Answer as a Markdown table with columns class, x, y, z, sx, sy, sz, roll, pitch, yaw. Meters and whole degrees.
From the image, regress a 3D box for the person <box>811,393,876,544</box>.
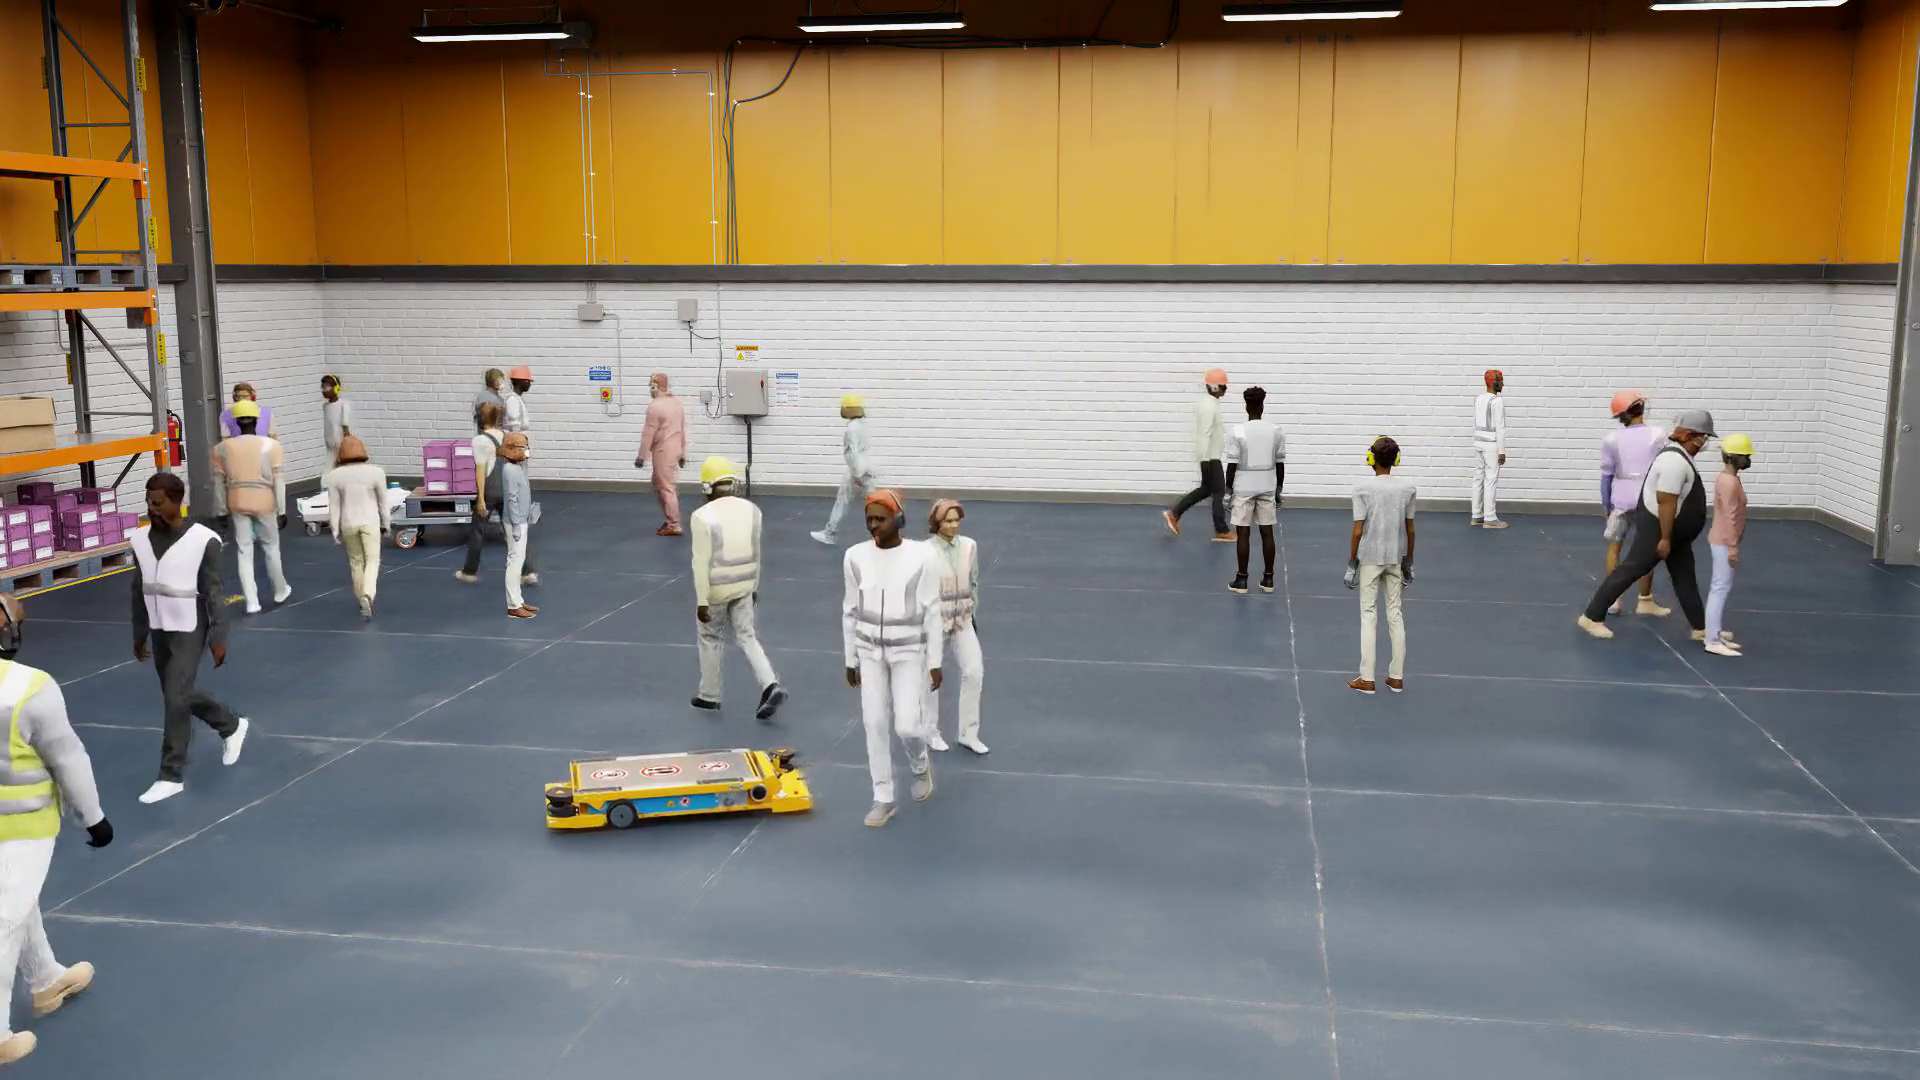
| class | x | y | z | sx | sy | sz | roll | pitch | yaw |
| --- | --- | --- | --- | --- | --- | --- | --- | --- | --- |
| person | -1.191 | -0.773 | 18.423 | 0.913 | 1.693 | 0.489 | 3 | 10 | 20 |

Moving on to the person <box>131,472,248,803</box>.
| class | x | y | z | sx | sy | sz | roll | pitch | yaw |
| --- | --- | --- | --- | --- | --- | --- | --- | --- | --- |
| person | -4.570 | 0.523 | 9.812 | 0.600 | 1.890 | 0.870 | 3 | 10 | 19 |

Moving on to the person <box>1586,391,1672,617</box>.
| class | x | y | z | sx | sy | sz | roll | pitch | yaw |
| --- | --- | --- | --- | --- | --- | --- | --- | --- | --- |
| person | 5.985 | -0.307 | 14.663 | 0.705 | 1.991 | 0.402 | 6 | 11 | 35 |

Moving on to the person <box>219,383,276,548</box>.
| class | x | y | z | sx | sy | sz | roll | pitch | yaw |
| --- | --- | --- | --- | --- | --- | --- | --- | --- | --- |
| person | -7.841 | -0.819 | 18.345 | 0.566 | 1.812 | 0.761 | -2 | 9 | -11 |

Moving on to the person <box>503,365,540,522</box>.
| class | x | y | z | sx | sy | sz | roll | pitch | yaw |
| --- | --- | --- | --- | --- | --- | --- | --- | --- | --- |
| person | -5.391 | -1.135 | 20.005 | 0.631 | 1.915 | 0.560 | -1 | 9 | -7 |

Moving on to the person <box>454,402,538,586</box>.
| class | x | y | z | sx | sy | sz | roll | pitch | yaw |
| --- | --- | --- | --- | --- | --- | --- | --- | --- | --- |
| person | -4.492 | -0.439 | 16.076 | 0.980 | 1.798 | 0.534 | 6 | 11 | 31 |

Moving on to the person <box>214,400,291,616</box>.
| class | x | y | z | sx | sy | sz | roll | pitch | yaw |
| --- | --- | --- | --- | --- | --- | --- | --- | --- | --- |
| person | -6.324 | -0.307 | 14.905 | 0.613 | 1.893 | 0.799 | -2 | 9 | -10 |

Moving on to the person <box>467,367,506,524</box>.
| class | x | y | z | sx | sy | sz | roll | pitch | yaw |
| --- | --- | --- | --- | --- | --- | --- | --- | --- | --- |
| person | -5.638 | -1.118 | 19.974 | 0.958 | 1.913 | 0.632 | 2 | 9 | 12 |

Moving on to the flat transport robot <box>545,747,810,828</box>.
| class | x | y | z | sx | sy | sz | roll | pitch | yaw |
| --- | --- | --- | --- | --- | --- | --- | --- | --- | --- |
| flat transport robot | -1.610 | 1.390 | 9.418 | 1.431 | 0.197 | 0.652 | -2 | 9 | -14 |

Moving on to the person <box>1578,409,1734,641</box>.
| class | x | y | z | sx | sy | sz | roll | pitch | yaw |
| --- | --- | --- | --- | --- | --- | --- | --- | --- | --- |
| person | 5.740 | -0.180 | 13.687 | 1.187 | 2.000 | 0.698 | 4 | 10 | 26 |

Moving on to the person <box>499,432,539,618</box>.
| class | x | y | z | sx | sy | sz | roll | pitch | yaw |
| --- | --- | --- | --- | --- | --- | --- | --- | --- | --- |
| person | -3.895 | -0.136 | 14.668 | 0.272 | 1.632 | 0.507 | -1 | 9 | -8 |

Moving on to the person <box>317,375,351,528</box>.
| class | x | y | z | sx | sy | sz | roll | pitch | yaw |
| --- | --- | --- | --- | --- | --- | --- | --- | --- | --- |
| person | -7.377 | -1.063 | 19.855 | 0.510 | 1.835 | 0.936 | 5 | 11 | 30 |

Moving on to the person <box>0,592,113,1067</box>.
| class | x | y | z | sx | sy | sz | roll | pitch | yaw |
| --- | --- | --- | --- | --- | --- | --- | --- | --- | --- |
| person | -3.669 | 1.090 | 6.545 | 0.638 | 1.802 | 0.899 | 3 | 10 | 16 |

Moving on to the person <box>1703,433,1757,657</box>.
| class | x | y | z | sx | sy | sz | roll | pitch | yaw |
| --- | --- | --- | --- | --- | --- | --- | --- | --- | --- |
| person | 6.113 | 0.033 | 13.217 | 0.315 | 1.767 | 0.533 | 4 | 10 | 22 |

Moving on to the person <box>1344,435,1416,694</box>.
| class | x | y | z | sx | sy | sz | roll | pitch | yaw |
| --- | --- | --- | --- | --- | --- | --- | --- | --- | --- |
| person | 3.030 | 0.180 | 12.005 | 0.534 | 1.861 | 0.309 | -2 | 9 | -11 |

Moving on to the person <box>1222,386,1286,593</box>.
| class | x | y | z | sx | sy | sz | roll | pitch | yaw |
| --- | --- | --- | --- | --- | --- | --- | --- | --- | --- |
| person | 2.781 | -0.476 | 15.756 | 0.613 | 1.962 | 0.362 | -2 | 9 | -12 |

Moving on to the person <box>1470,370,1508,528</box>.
| class | x | y | z | sx | sy | sz | roll | pitch | yaw |
| --- | --- | --- | --- | --- | --- | --- | --- | --- | --- |
| person | 6.302 | -1.081 | 19.766 | 0.355 | 1.882 | 0.576 | -2 | 9 | -15 |

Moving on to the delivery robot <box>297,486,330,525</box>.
| class | x | y | z | sx | sy | sz | roll | pitch | yaw |
| --- | --- | --- | --- | --- | --- | --- | --- | --- | --- |
| delivery robot | -7.304 | -0.386 | 19.269 | 0.707 | 0.478 | 0.477 | -4 | 10 | -24 |

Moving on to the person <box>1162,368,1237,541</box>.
| class | x | y | z | sx | sy | sz | roll | pitch | yaw |
| --- | --- | --- | --- | --- | --- | --- | --- | --- | --- |
| person | 2.745 | -0.964 | 18.777 | 0.847 | 1.973 | 0.616 | 2 | 9 | 9 |

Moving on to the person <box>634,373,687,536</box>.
| class | x | y | z | sx | sy | sz | roll | pitch | yaw |
| --- | --- | --- | --- | --- | --- | --- | --- | --- | --- |
| person | -3.435 | -0.973 | 19.110 | 0.526 | 1.882 | 0.637 | 2 | 9 | 13 |

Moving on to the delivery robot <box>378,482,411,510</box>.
| class | x | y | z | sx | sy | sz | roll | pitch | yaw |
| --- | --- | --- | --- | --- | --- | --- | --- | --- | --- |
| delivery robot | -6.637 | -0.435 | 19.575 | 0.707 | 0.478 | 0.477 | -6 | 11 | -34 |

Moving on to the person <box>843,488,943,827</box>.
| class | x | y | z | sx | sy | sz | roll | pitch | yaw |
| --- | --- | --- | --- | --- | --- | --- | --- | --- | --- |
| person | -0.366 | 0.631 | 9.183 | 0.594 | 1.866 | 0.489 | 3 | 10 | 19 |

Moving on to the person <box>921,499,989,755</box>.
| class | x | y | z | sx | sy | sz | roll | pitch | yaw |
| --- | --- | --- | --- | --- | --- | --- | --- | --- | --- |
| person | -0.048 | 0.556 | 10.397 | 0.548 | 1.617 | 0.610 | -6 | 11 | -34 |

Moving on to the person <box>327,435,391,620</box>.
| class | x | y | z | sx | sy | sz | roll | pitch | yaw |
| --- | --- | --- | --- | --- | --- | --- | --- | --- | --- |
| person | -5.286 | -0.117 | 14.625 | 0.505 | 1.606 | 0.709 | -2 | 9 | -12 |

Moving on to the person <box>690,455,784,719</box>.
| class | x | y | z | sx | sy | sz | roll | pitch | yaw |
| --- | --- | --- | --- | --- | --- | --- | --- | --- | --- |
| person | -1.535 | 0.331 | 11.274 | 0.598 | 1.805 | 0.793 | -9 | 13 | -44 |
